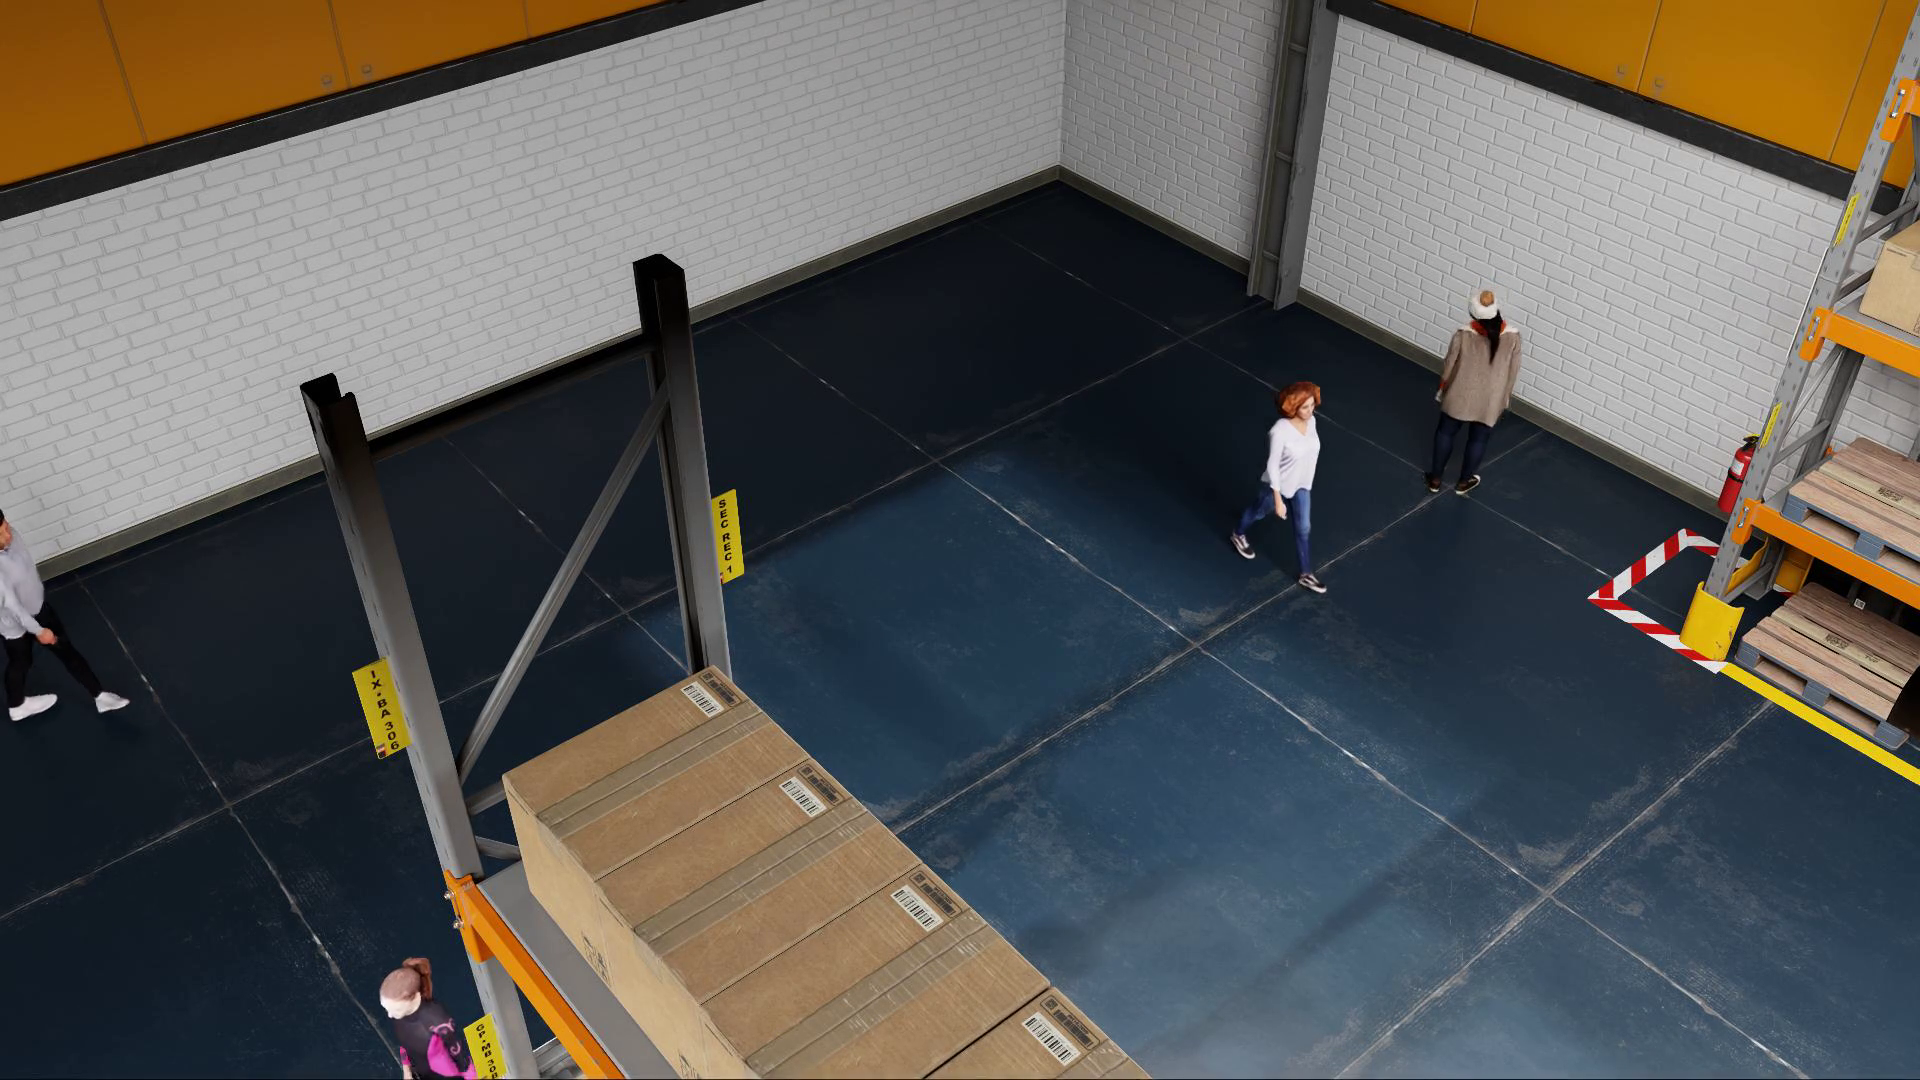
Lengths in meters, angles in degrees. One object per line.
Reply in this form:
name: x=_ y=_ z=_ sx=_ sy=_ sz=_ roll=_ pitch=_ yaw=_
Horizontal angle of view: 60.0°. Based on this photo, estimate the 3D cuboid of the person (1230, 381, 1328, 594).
person: x=2.333 y=-0.465 z=12.330 sx=0.766 sy=1.666 sz=1.203 roll=-21 pitch=43 yaw=-24

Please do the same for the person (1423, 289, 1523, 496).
person: x=4.035 y=-1.170 z=13.044 sx=0.806 sy=1.877 sz=0.916 roll=21 pitch=43 yaw=24

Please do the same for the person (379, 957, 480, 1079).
person: x=-2.550 y=2.642 z=8.395 sx=0.690 sy=1.722 sz=0.765 roll=24 pitch=44 yaw=27

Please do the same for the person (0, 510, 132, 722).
person: x=-6.279 y=0.492 z=10.975 sx=1.187 sy=1.863 sz=1.173 roll=-6 pitch=39 yaw=-7
